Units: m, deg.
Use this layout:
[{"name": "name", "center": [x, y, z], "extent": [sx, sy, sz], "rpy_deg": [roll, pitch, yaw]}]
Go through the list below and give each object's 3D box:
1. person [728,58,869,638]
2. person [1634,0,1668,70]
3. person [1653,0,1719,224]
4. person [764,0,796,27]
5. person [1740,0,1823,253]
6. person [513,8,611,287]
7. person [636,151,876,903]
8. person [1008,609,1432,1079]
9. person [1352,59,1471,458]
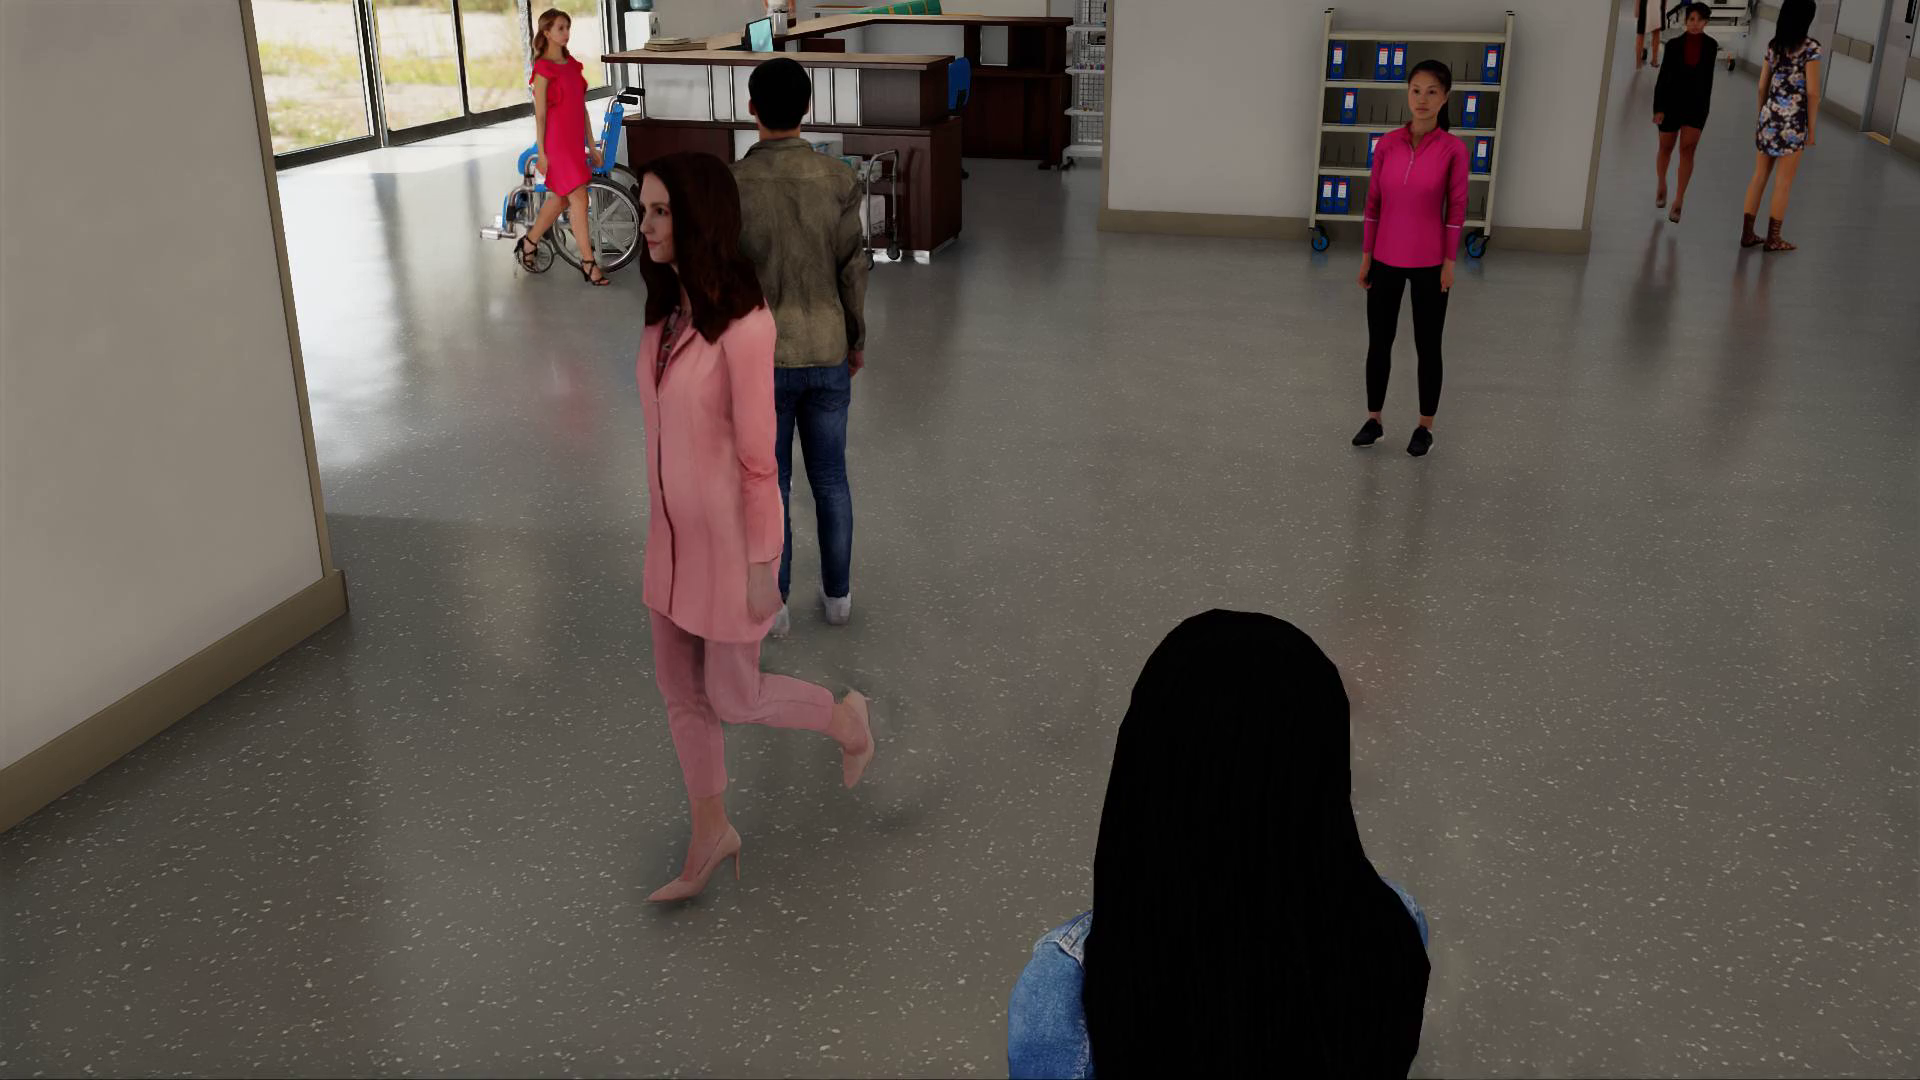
[{"name": "person", "center": [-0.542, -0.593, 5.361], "extent": [0.752, 1.865, 0.851], "rpy_deg": [-8, 22, -20]}, {"name": "person", "center": [10.362, -7.962, 25.015], "extent": [0.948, 1.726, 0.844], "rpy_deg": [1, 21, 3]}, {"name": "person", "center": [5.537, -3.263, 12.801], "extent": [1.041, 1.590, 0.704], "rpy_deg": [8, 22, 19]}, {"name": "person", "center": [-2.376, -6.668, 21.481], "extent": [0.921, 1.810, 0.678], "rpy_deg": [6, 22, 16]}, {"name": "person", "center": [5.776, -2.917, 11.683], "extent": [0.725, 1.733, 0.670], "rpy_deg": [-11, 23, -26]}, {"name": "person", "center": [-2.592, -2.472, 10.571], "extent": [1.005, 1.691, 0.631], "rpy_deg": [7, 22, 19]}, {"name": "person", "center": [-0.496, 0.001, 3.910], "extent": [0.978, 1.783, 0.979], "rpy_deg": [-17, 27, -38]}, {"name": "person", "center": [0.263, 0.918, 1.634], "extent": [1.090, 1.680, 1.009], "rpy_deg": [-5, 21, -13]}, {"name": "person", "center": [1.962, -1.209, 7.228], "extent": [0.588, 1.696, 0.708], "rpy_deg": [13, 24, 31]}]
